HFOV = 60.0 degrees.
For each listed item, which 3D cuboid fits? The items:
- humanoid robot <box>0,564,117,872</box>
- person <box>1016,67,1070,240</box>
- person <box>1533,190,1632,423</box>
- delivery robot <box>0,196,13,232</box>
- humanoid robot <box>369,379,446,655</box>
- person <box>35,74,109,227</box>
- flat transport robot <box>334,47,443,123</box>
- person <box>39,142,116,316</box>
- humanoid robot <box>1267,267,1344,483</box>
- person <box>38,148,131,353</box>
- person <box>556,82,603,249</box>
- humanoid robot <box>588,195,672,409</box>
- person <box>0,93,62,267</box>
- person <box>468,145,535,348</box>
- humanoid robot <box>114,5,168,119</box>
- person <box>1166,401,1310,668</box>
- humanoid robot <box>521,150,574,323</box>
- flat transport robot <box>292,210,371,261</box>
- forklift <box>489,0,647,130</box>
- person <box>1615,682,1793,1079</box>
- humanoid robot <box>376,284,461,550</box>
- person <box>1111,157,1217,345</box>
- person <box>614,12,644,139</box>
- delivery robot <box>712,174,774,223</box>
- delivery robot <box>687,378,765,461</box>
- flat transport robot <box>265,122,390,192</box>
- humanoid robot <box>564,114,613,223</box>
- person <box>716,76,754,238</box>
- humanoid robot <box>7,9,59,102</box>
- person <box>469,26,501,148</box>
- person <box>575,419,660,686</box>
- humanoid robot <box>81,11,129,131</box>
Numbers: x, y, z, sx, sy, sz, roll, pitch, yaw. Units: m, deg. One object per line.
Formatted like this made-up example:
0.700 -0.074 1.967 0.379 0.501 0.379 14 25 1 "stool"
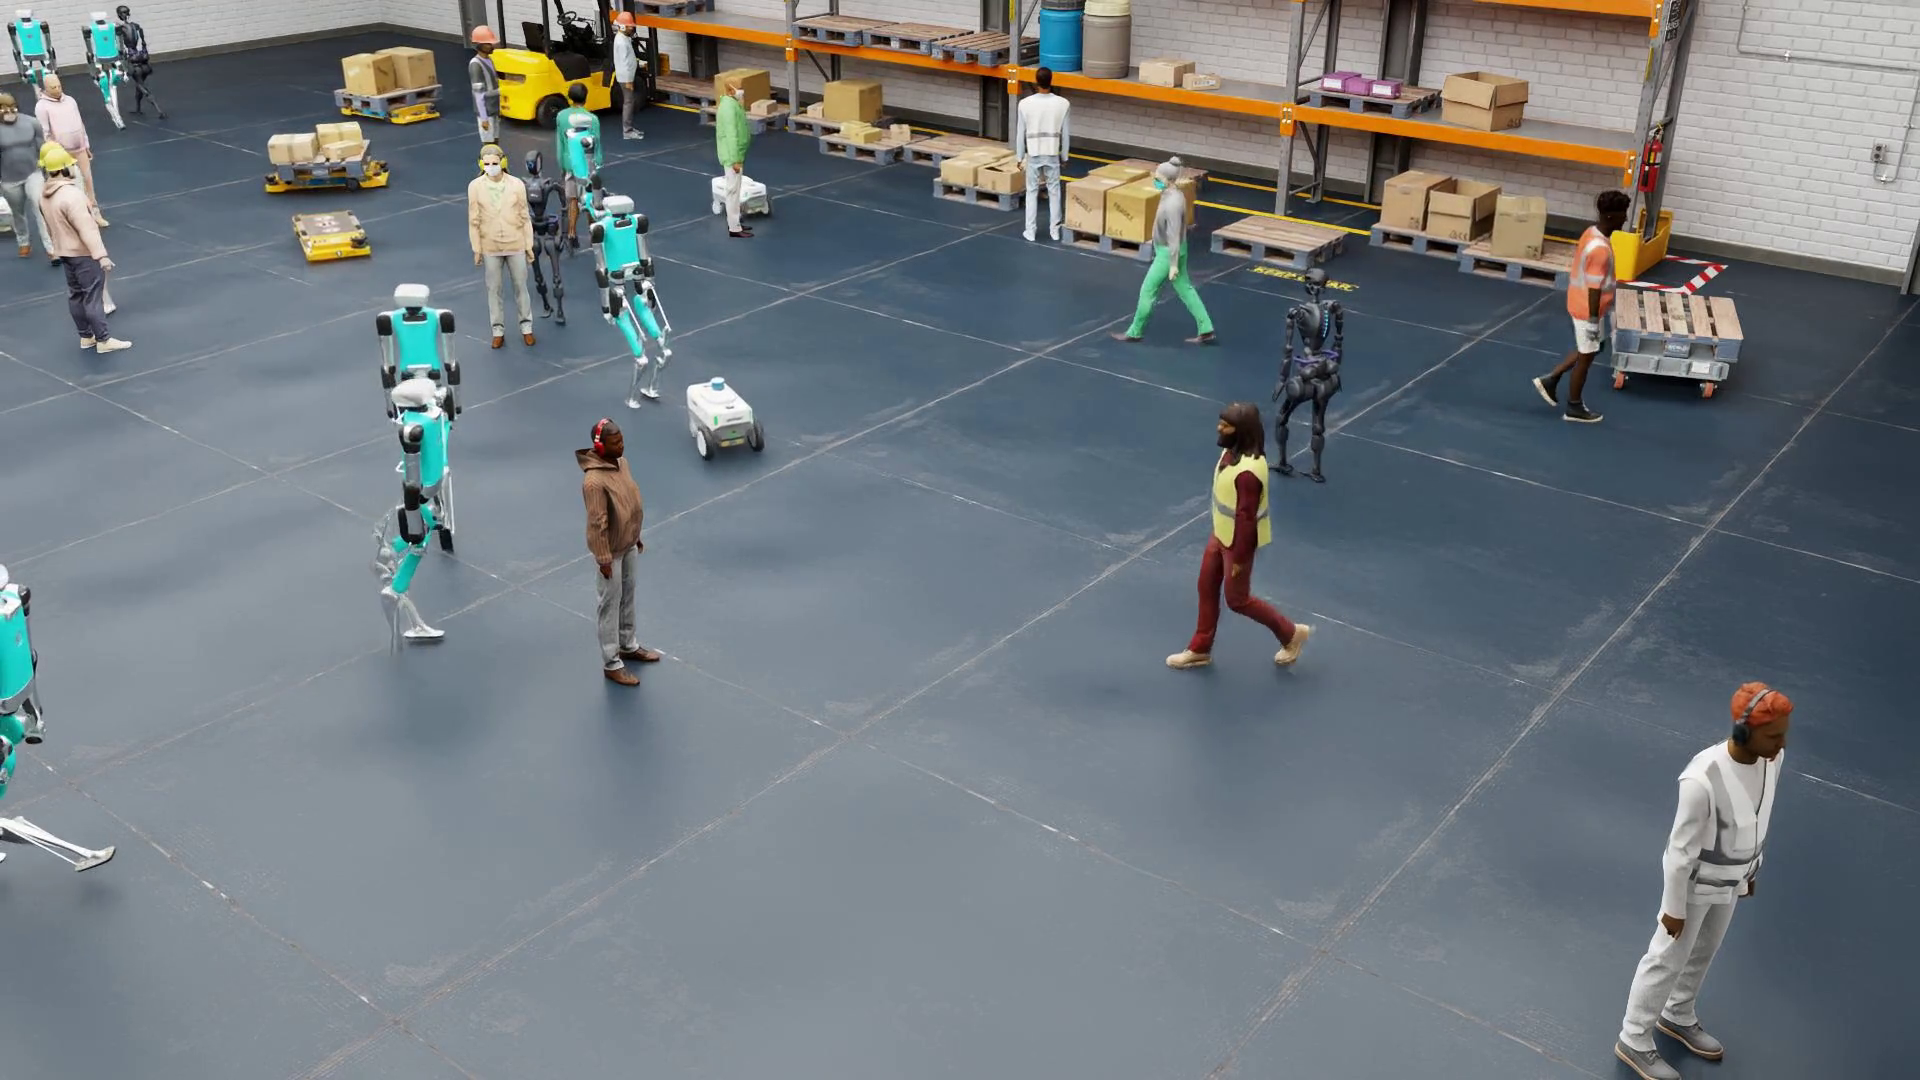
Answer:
-4.720 0.921 7.987 1.048 1.733 0.530 -1 26 -2 "humanoid robot"
0.925 -4.301 18.596 0.598 1.910 0.386 -2 26 -5 "person"
5.114 -1.898 13.564 0.487 1.953 0.633 6 26 12 "person"
-11.030 -3.745 18.959 0.499 0.560 0.734 -21 33 -36 "delivery robot"
-3.441 -0.075 10.178 0.727 1.900 0.538 0 26 0 "humanoid robot"
-10.217 -4.431 19.016 0.408 1.773 0.542 15 29 28 "person"
-8.543 -6.455 24.939 1.431 0.231 0.659 16 30 30 "flat transport robot"
-8.543 -3.036 16.182 0.389 1.723 0.661 -3 26 -6 "person"
2.640 -1.255 12.557 0.609 1.641 0.457 -13 29 -25 "humanoid robot"
-8.059 -2.630 15.175 0.796 1.870 0.410 17 30 31 "person"
-4.164 -4.054 18.177 0.529 1.828 0.566 3 26 7 "person"
-2.676 -1.959 13.899 0.531 1.759 0.688 -21 33 -37 "humanoid robot"
-10.007 -3.845 17.737 0.638 1.827 1.156 -16 30 -30 "person"
-4.214 -2.712 15.341 0.566 1.875 0.401 -7 27 -14 "person"
-12.219 -7.085 24.704 0.813 1.633 0.593 9 27 17 "humanoid robot"
1.695 -0.003 9.887 0.777 1.743 0.475 -3 26 -5 "person"
-4.040 -2.905 15.972 0.612 1.641 0.560 -1 26 -2 "humanoid robot"
-7.068 -3.424 18.661 0.659 0.231 1.431 -12 28 -23 "flat transport robot"
-5.874 -7.334 24.552 1.214 2.155 2.313 19 32 34 "forklift"
3.071 1.401 6.828 0.570 1.877 0.349 -17 30 -31 "person"
-3.727 -0.818 11.589 0.555 1.772 0.959 -7 27 -14 "humanoid robot"
1.942 -2.658 15.314 0.962 1.803 0.529 5 26 10 "person"
-4.671 -6.537 23.420 0.350 1.737 0.572 -4 26 -9 "person"
-2.598 -4.079 19.694 0.499 0.598 0.779 -23 34 -39 "delivery robot"
-1.914 -0.995 13.302 0.499 0.595 0.792 -12 28 -24 "delivery robot"
-8.028 -4.622 21.143 1.431 0.231 0.659 -5 26 -11 "flat transport robot"
-3.642 -3.511 17.206 0.757 1.822 0.547 -17 31 -31 "humanoid robot"
-2.548 -4.330 18.800 0.386 1.782 0.537 -3 26 -7 "person"
-13.295 -6.795 23.997 0.541 1.759 0.987 -12 28 -24 "humanoid robot"
-5.766 -5.270 20.448 0.393 2.042 0.609 0 26 0 "person"
-2.052 0.055 9.864 0.338 1.651 0.455 7 27 14 "person"
-12.172 -6.681 23.715 0.532 1.722 1.002 -20 32 -36 "humanoid robot"
